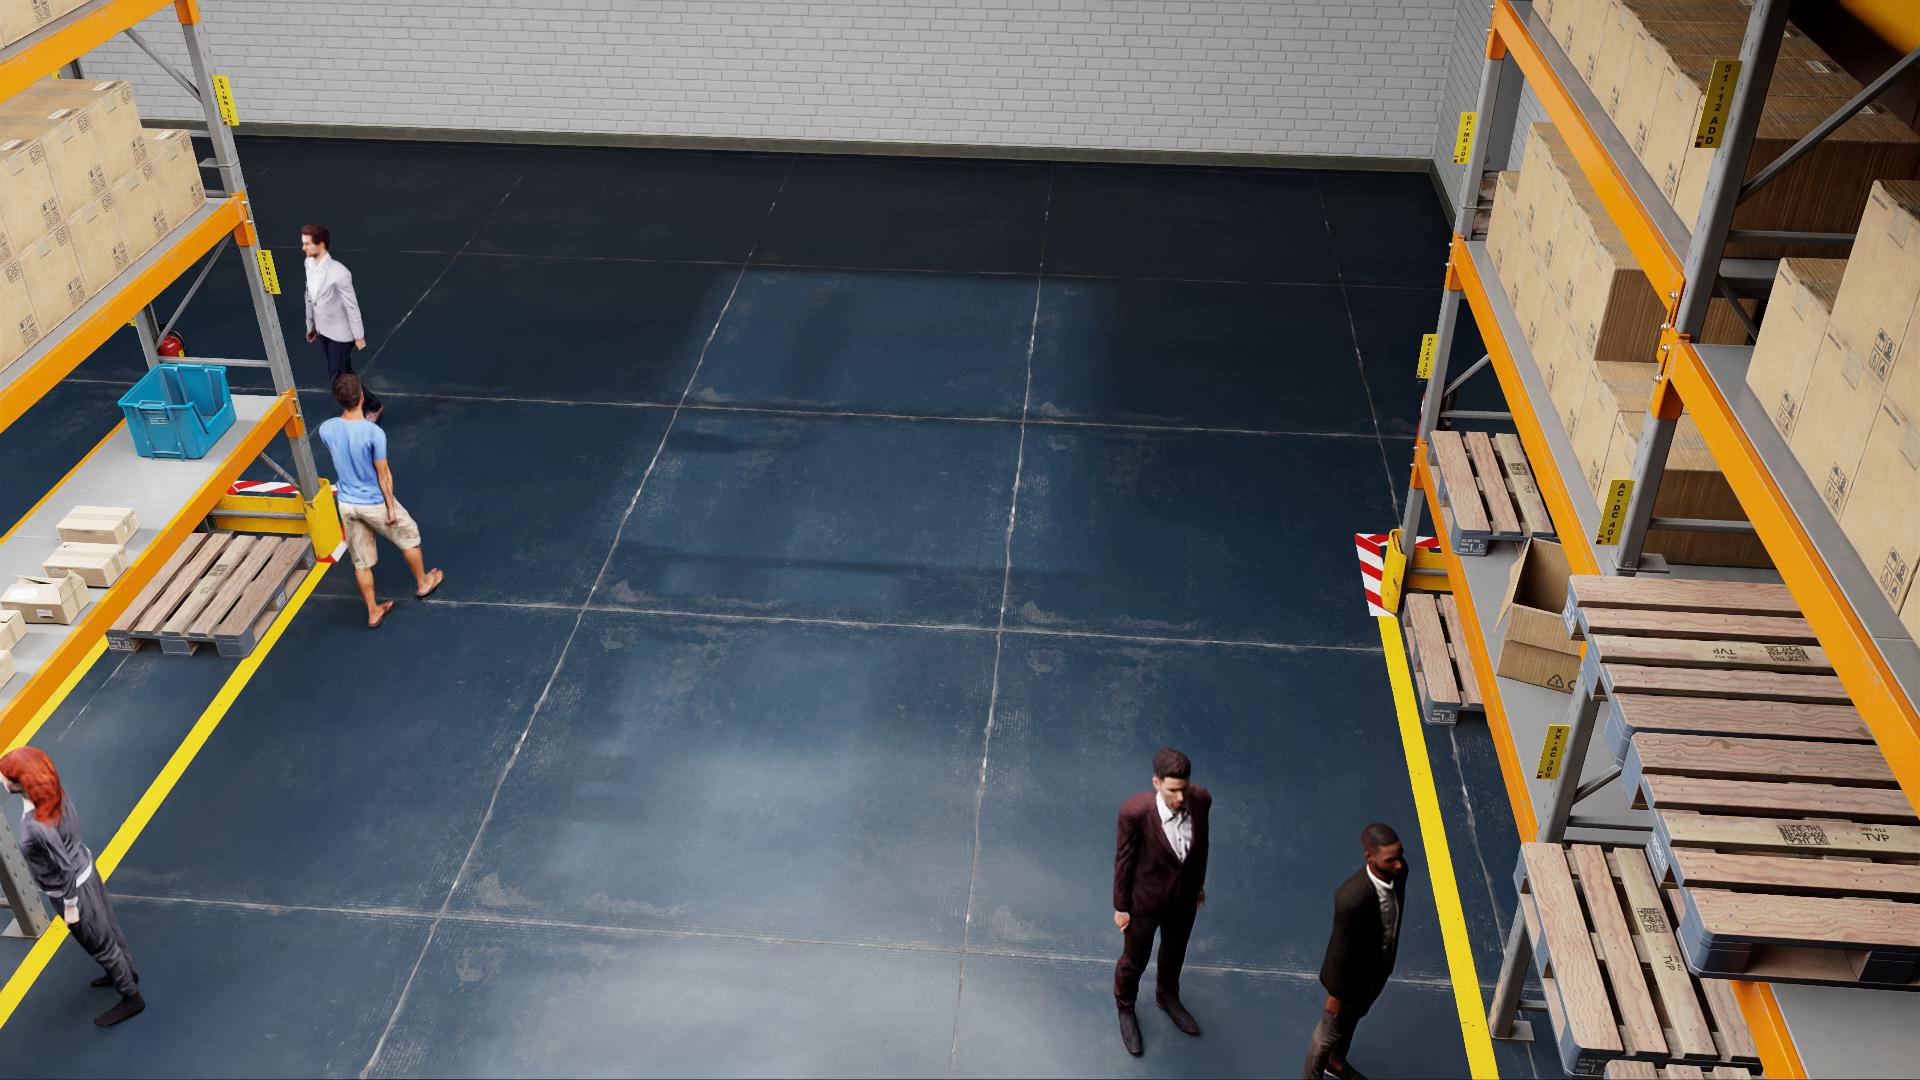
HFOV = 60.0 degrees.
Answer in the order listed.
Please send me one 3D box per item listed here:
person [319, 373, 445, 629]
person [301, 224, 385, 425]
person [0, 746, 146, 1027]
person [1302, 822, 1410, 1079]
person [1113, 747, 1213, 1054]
[{"bbox_3d":[-4.091,-0.209,11.362,0.649,1.835,0.919,4,34,6],"label":"person"},{"bbox_3d":[-5.053,-1.748,13.675,0.809,1.837,0.854,27,42,35],"label":"person"},{"bbox_3d":[-4.518,1.750,8.466,0.714,1.779,0.599,-16,37,-22],"label":"person"},{"bbox_3d":[1.904,2.053,7.991,0.721,1.799,0.798,-28,43,-35],"label":"person"},{"bbox_3d":[1.008,1.767,8.363,0.773,1.864,0.761,-13,36,-19],"label":"person"}]
